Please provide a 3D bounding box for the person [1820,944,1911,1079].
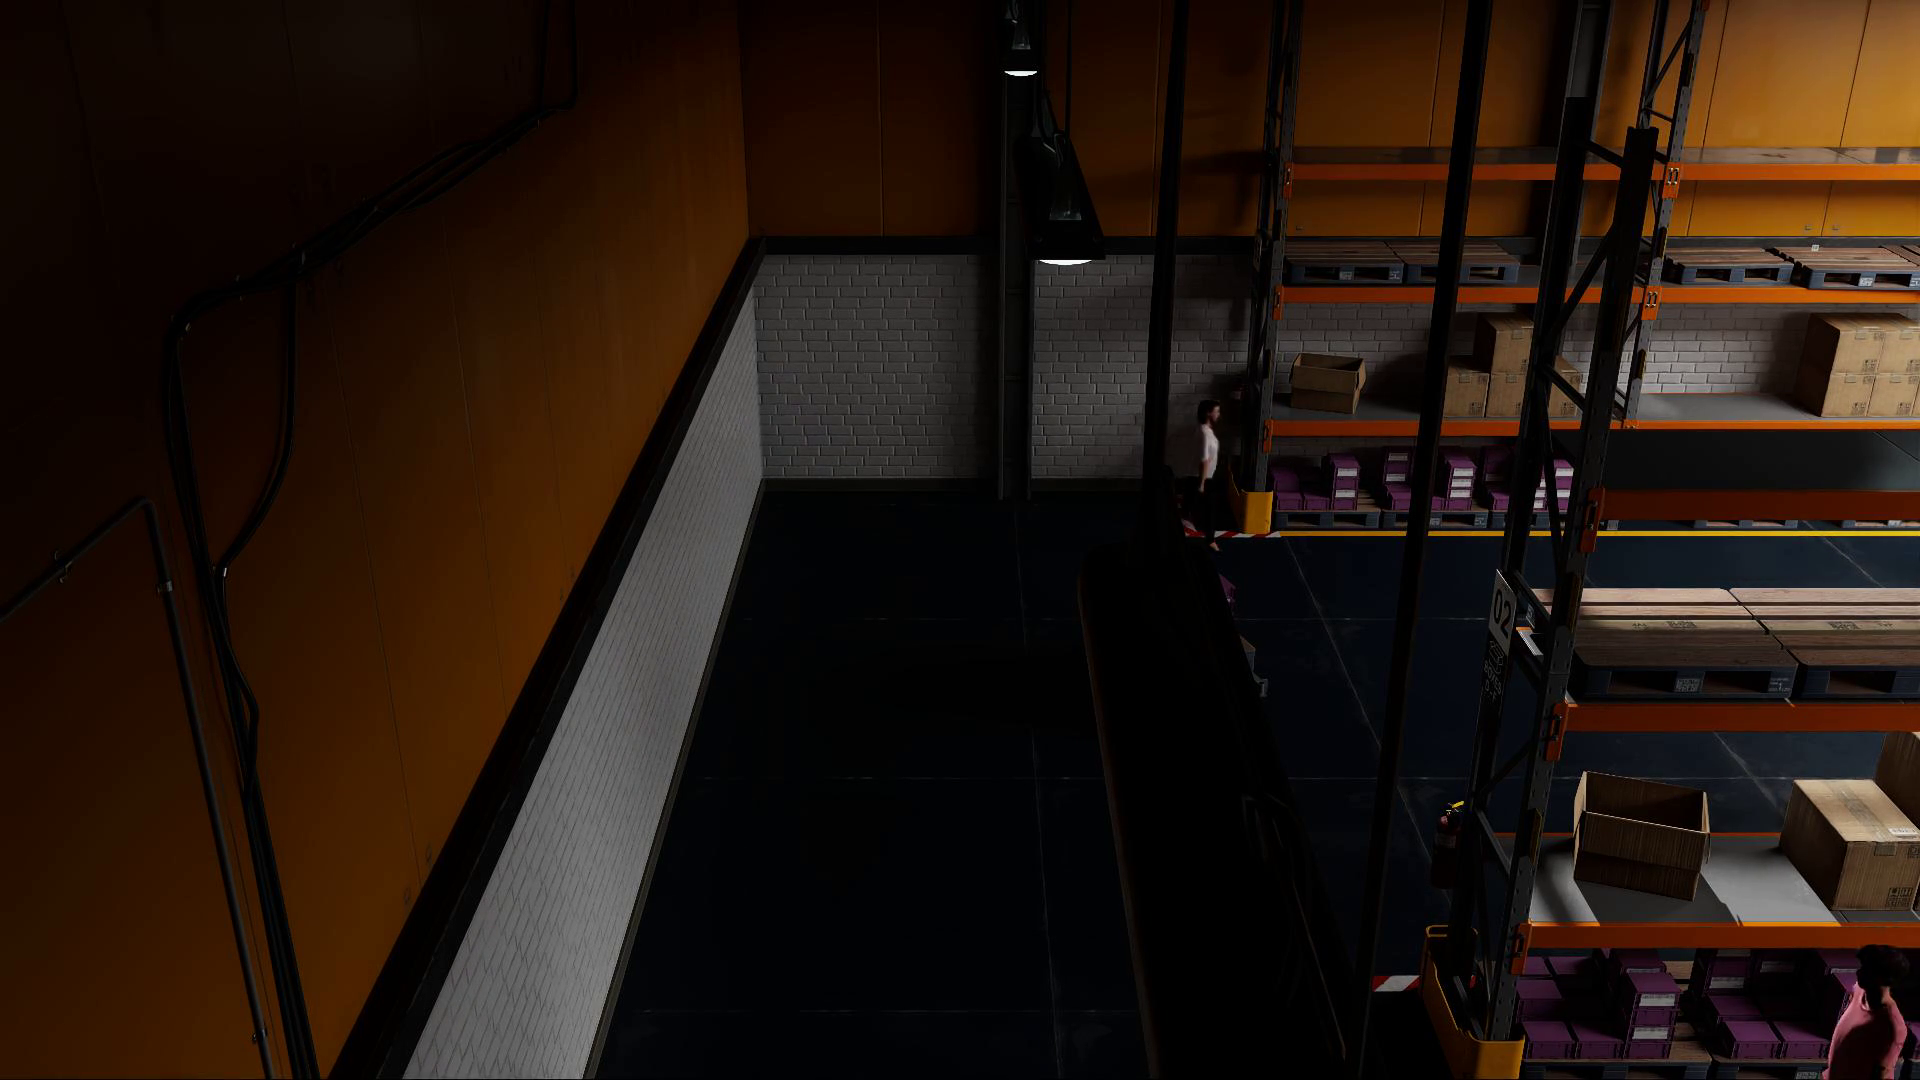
[{"bbox_3d":[4.988,3.062,9.086,1.259,1.909,0.713,-2,24,-4],"label":"person"}]
